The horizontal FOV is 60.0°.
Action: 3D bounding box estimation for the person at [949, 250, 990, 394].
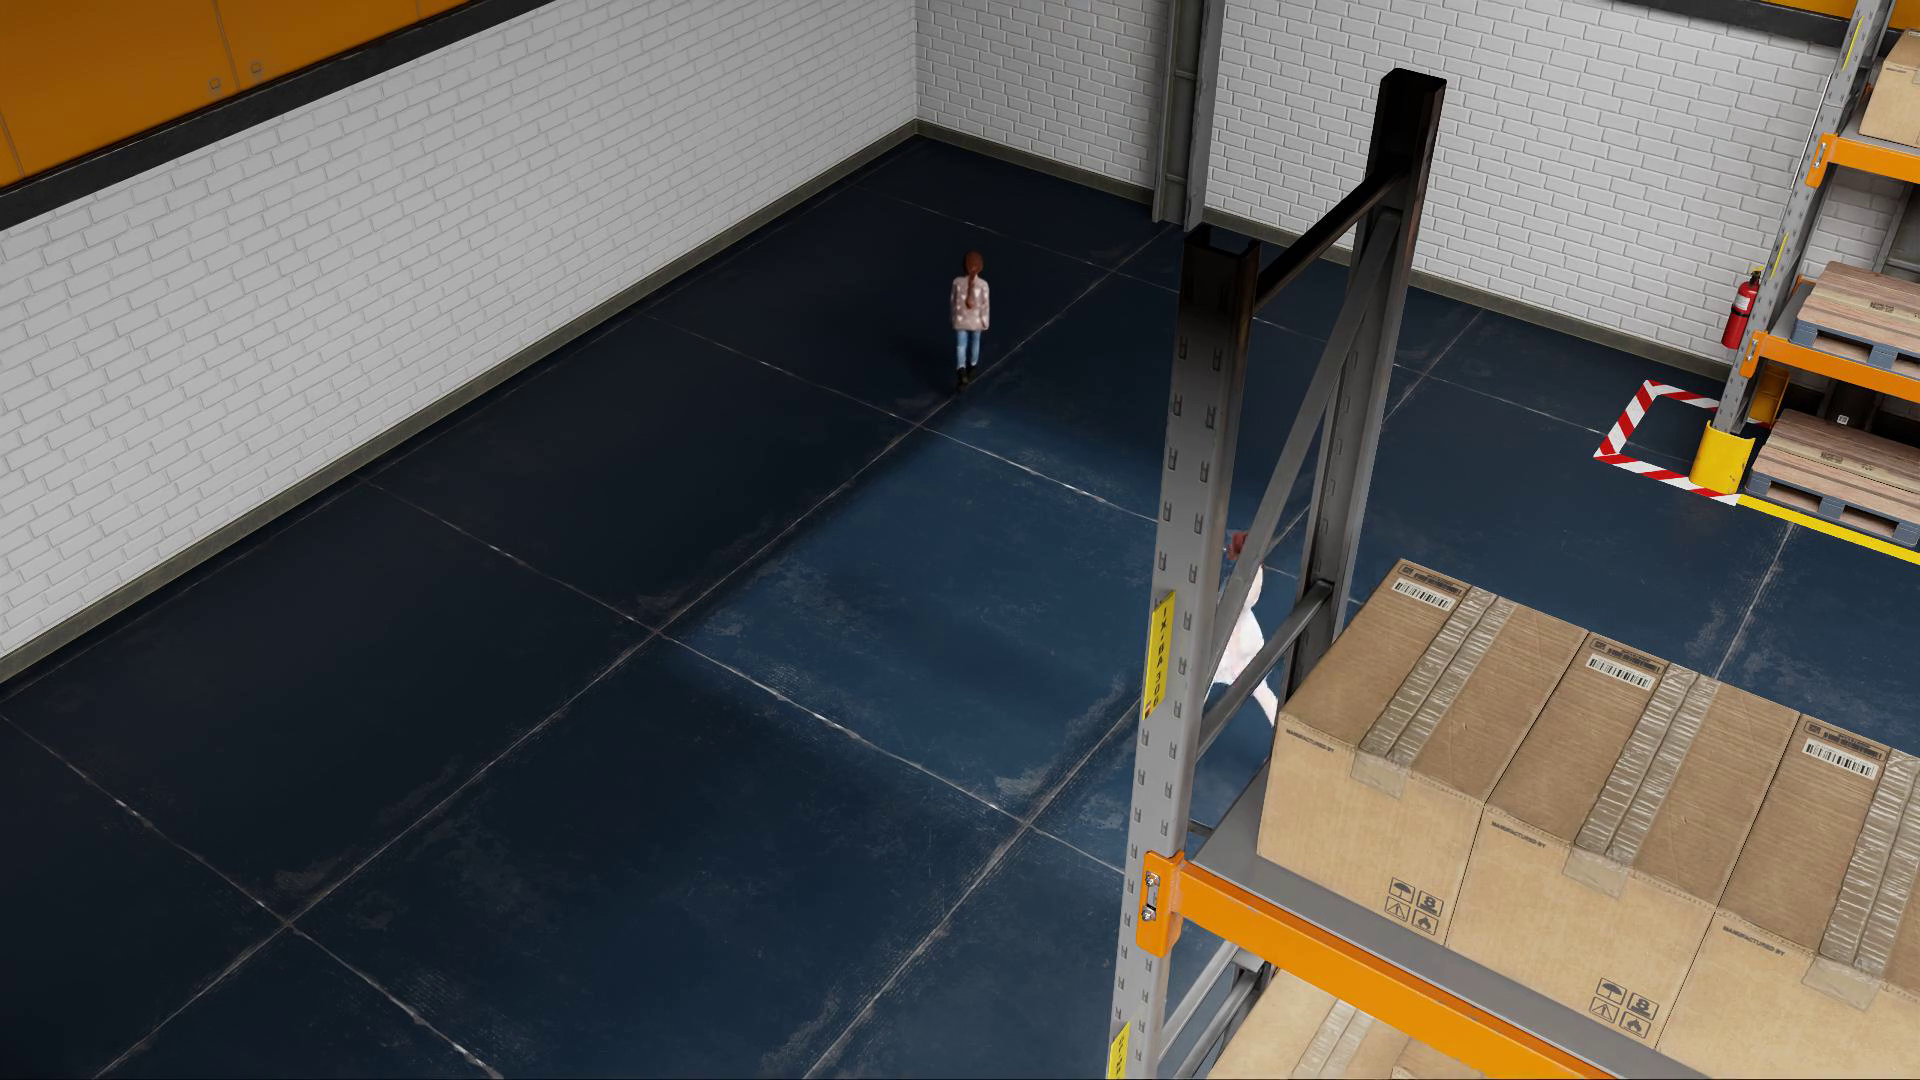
[{"bbox_3d":[0.058,-1.741,13.265,0.800,1.184,0.779,3,39,3],"label":"person"}]
